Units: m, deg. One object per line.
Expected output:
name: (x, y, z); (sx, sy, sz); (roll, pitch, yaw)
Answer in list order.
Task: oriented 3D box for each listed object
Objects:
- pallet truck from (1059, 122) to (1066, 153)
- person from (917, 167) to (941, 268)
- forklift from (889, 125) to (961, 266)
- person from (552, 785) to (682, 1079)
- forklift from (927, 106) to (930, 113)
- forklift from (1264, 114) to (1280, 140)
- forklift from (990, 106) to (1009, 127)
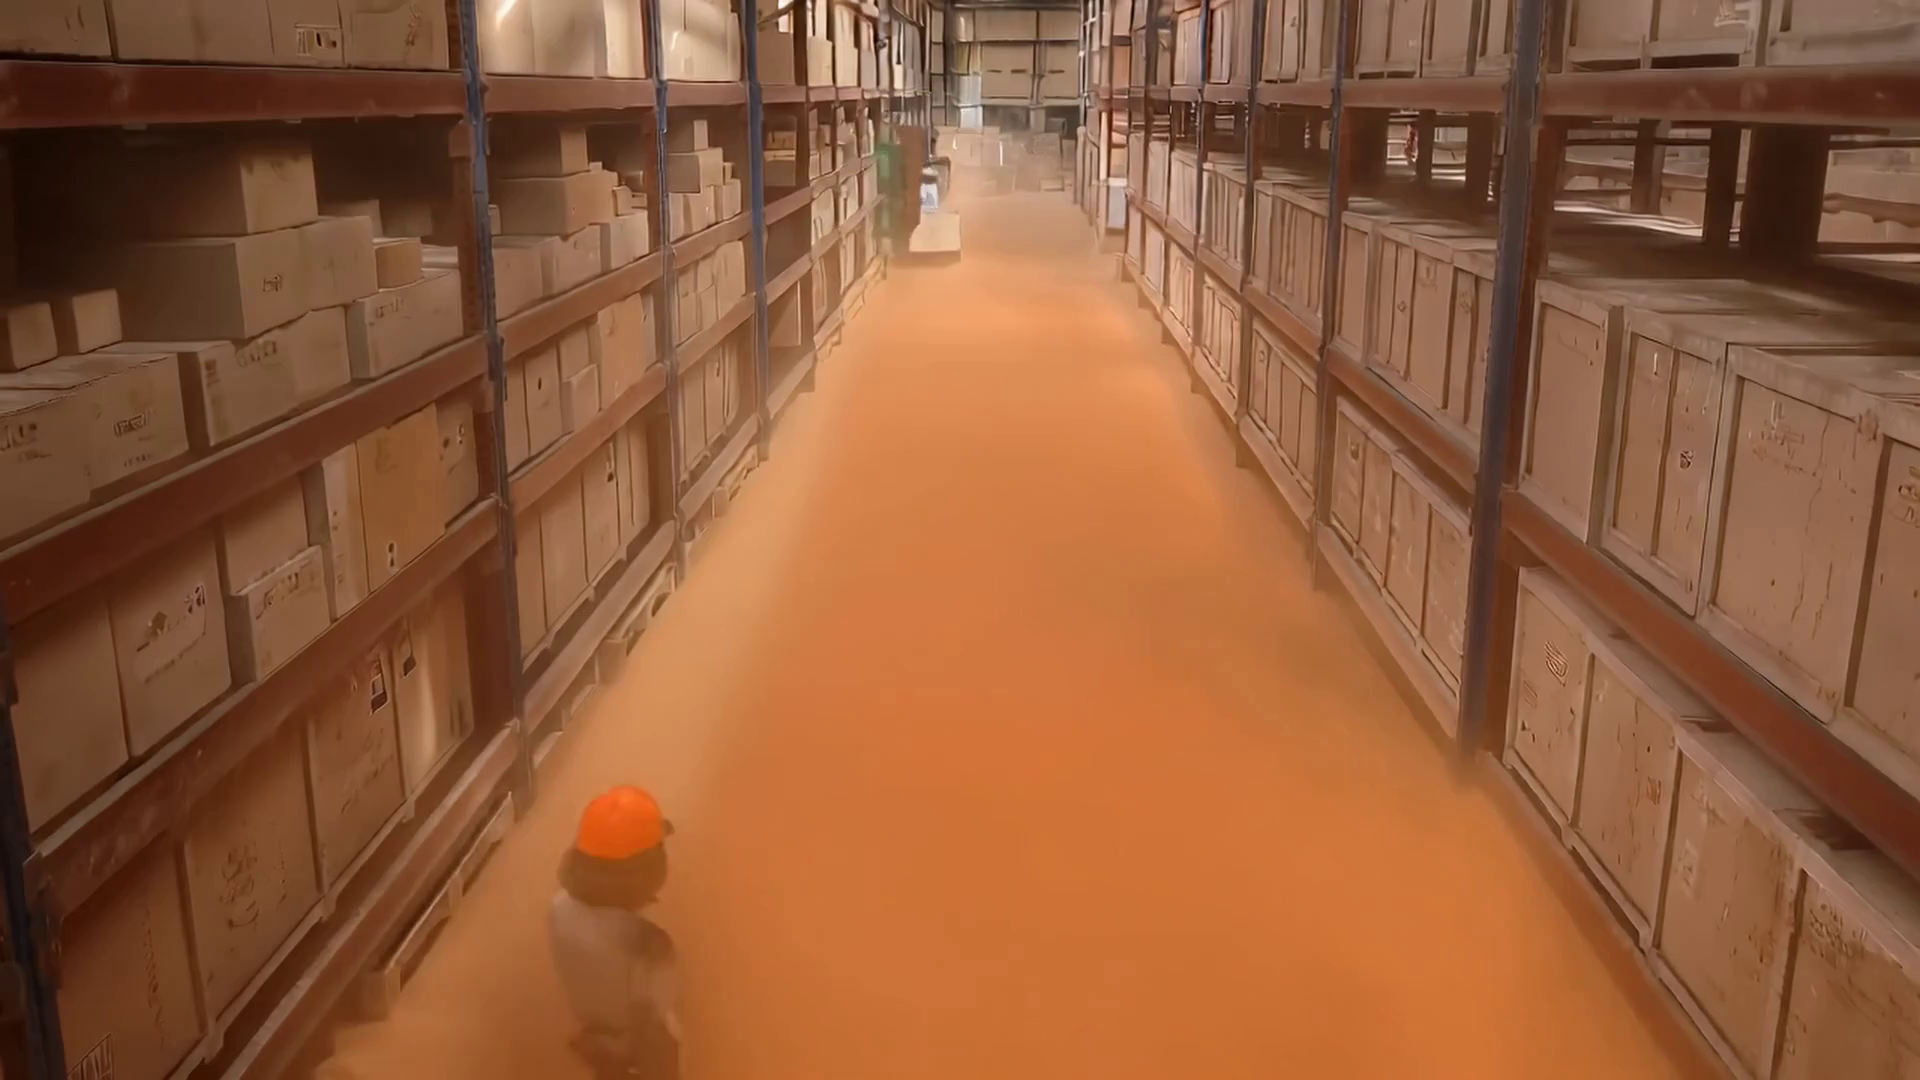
pallet truck: (5.788, -21.111, 88.014); (1.885, 1.965, 0.823); (5, 16, 18)
person: (-0.550, -6.555, 33.801); (0.687, 2.019, 0.625); (5, 16, 19)
forklift: (-0.974, -7.021, 33.913); (1.873, 2.768, 1.129); (-2, 15, -9)
person: (-0.950, 1.479, 4.516); (0.492, 1.713, 0.842); (13, 20, 40)
forklift: (-2.001, -20.667, 84.687); (1.129, 2.768, 1.873); (0, 15, 2)
forklift: (11.024, -13.976, 59.790); (1.129, 2.768, 1.873); (0, 15, 2)
forklift: (1.964, -20.467, 83.943); (1.129, 2.768, 1.873); (-7, 17, -25)
